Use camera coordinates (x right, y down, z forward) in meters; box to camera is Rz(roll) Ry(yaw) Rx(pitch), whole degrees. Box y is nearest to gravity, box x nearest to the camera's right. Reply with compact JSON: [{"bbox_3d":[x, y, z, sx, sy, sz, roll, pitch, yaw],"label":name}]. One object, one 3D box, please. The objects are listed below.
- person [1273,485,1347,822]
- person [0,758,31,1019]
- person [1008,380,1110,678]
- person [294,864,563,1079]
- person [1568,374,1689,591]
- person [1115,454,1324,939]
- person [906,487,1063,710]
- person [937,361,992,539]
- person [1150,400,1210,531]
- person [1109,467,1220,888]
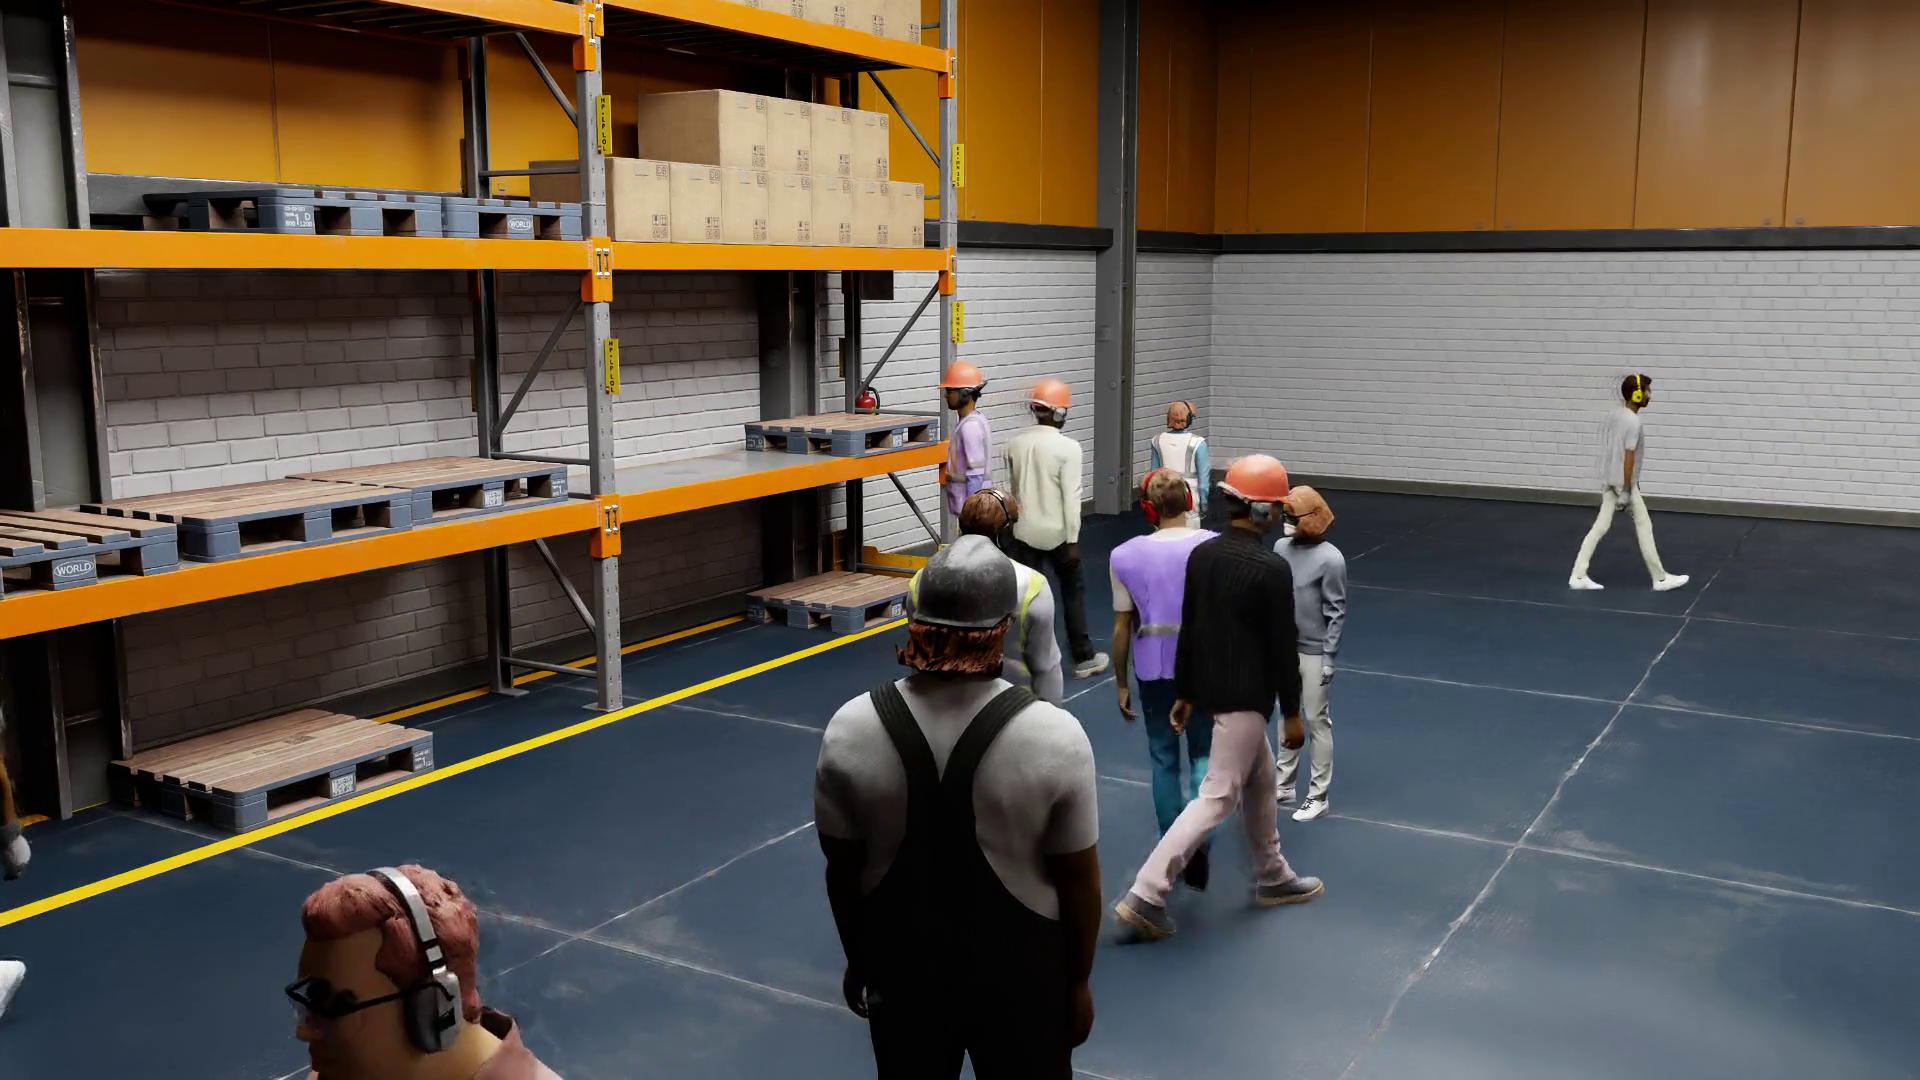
[{"bbox_3d":[1.656,0.544,8.095,0.281,1.633,0.499,-5,11,-30],"label":"person"},{"bbox_3d":[-3.223,0.916,5.202,0.552,1.825,0.881,-1,9,-4],"label":"person"},{"bbox_3d":[0.639,-0.052,10.770,0.653,1.960,0.889,8,12,42],"label":"person"},{"bbox_3d":[-0.727,1.354,2.244,0.669,1.887,0.449,8,12,41],"label":"person"},{"bbox_3d":[5.575,-0.468,13.847,0.980,1.820,0.513,-1,9,-5],"label":"person"},{"bbox_3d":[1.058,0.621,6.681,1.032,1.943,0.592,-3,10,-20],"label":"person"},{"bbox_3d":[0.114,0.715,6.382,0.625,1.844,0.429,5,10,27],"label":"person"},{"bbox_3d":[0.038,-0.212,11.532,0.387,2.045,0.605,0,9,2],"label":"person"},{"bbox_3d":[1.756,-0.297,13.321,0.515,1.641,0.309,6,11,34],"label":"person"},{"bbox_3d":[0.939,0.605,7.124,0.612,1.820,0.604,1,9,5],"label":"person"}]
